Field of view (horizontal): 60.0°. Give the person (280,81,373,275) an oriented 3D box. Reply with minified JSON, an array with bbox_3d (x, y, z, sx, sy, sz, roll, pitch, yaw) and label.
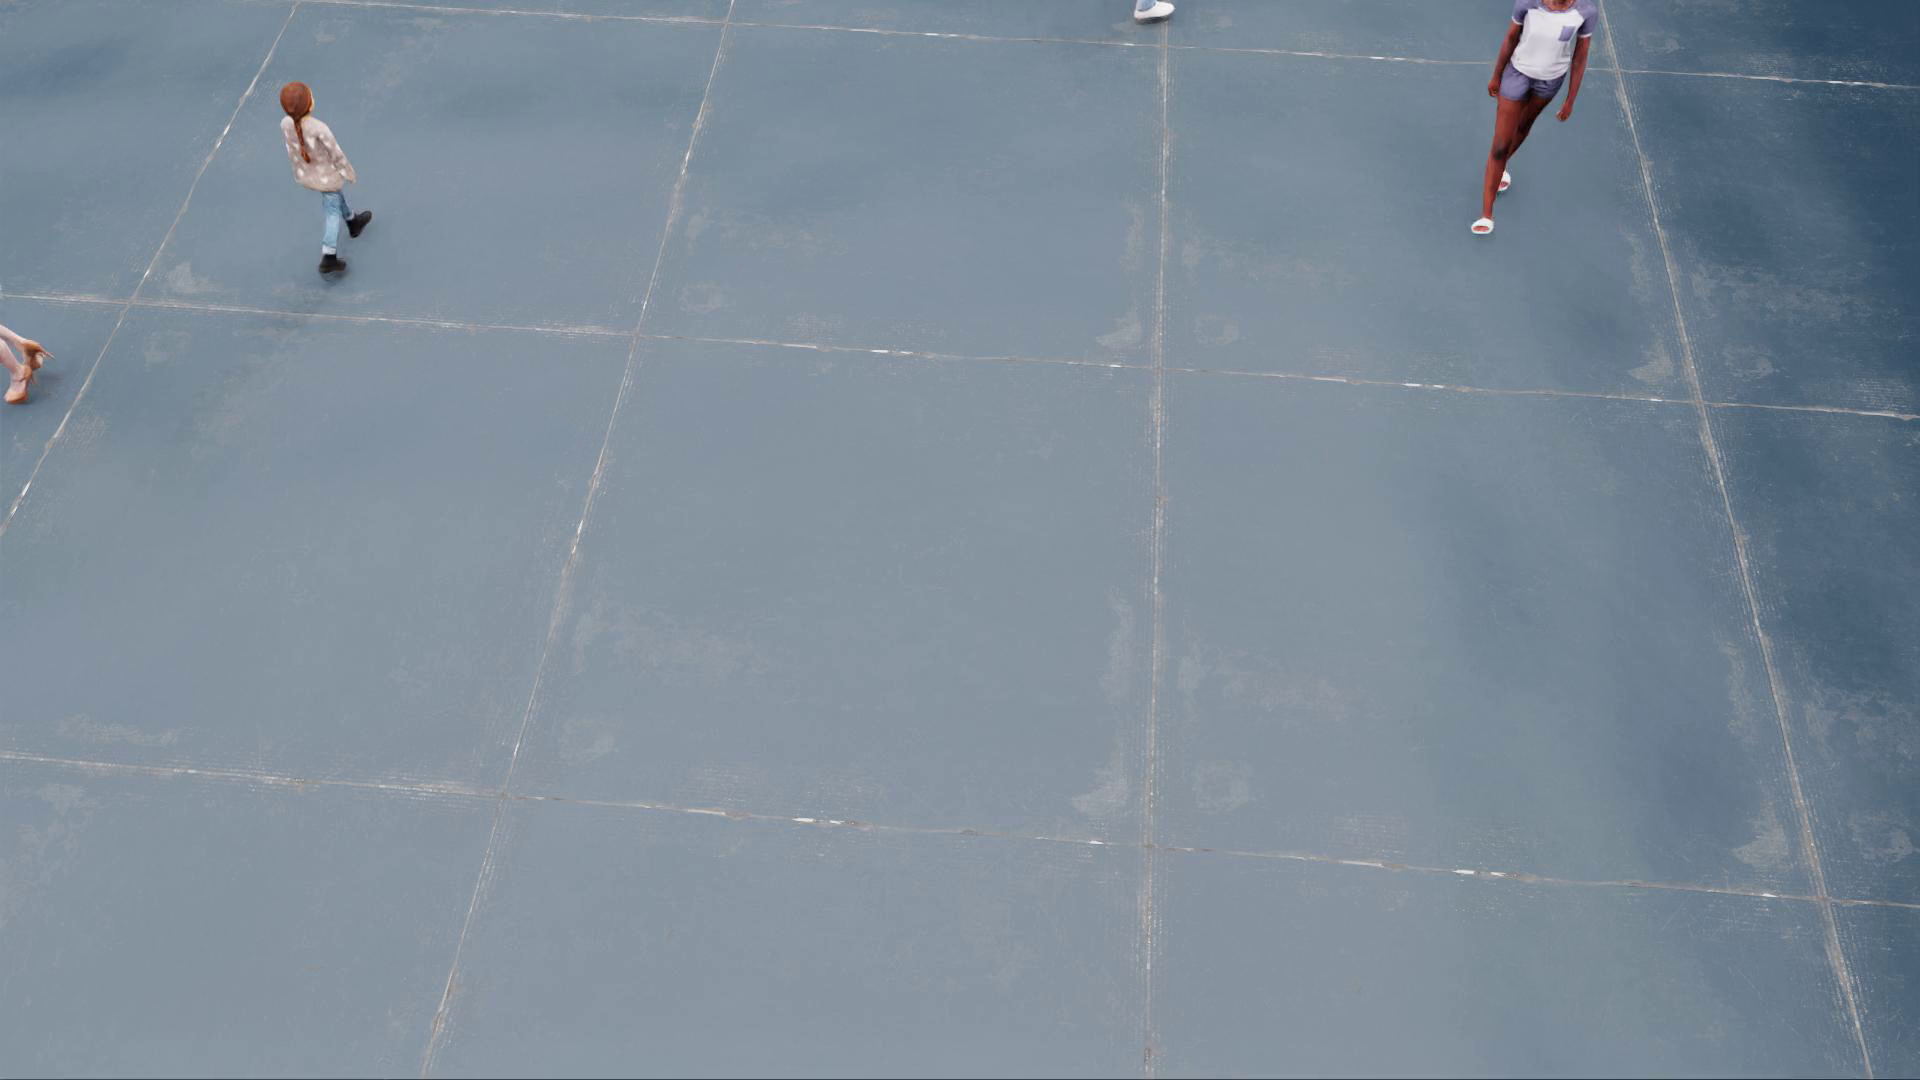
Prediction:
[{"bbox_3d":[-3.664,-2.051,9.477,0.819,1.179,0.697,16,54,12],"label":"person"}]

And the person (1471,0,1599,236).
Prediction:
[{"bbox_3d":[3.331,-2.699,9.656,1.052,1.689,0.788,10,53,8],"label":"person"}]
